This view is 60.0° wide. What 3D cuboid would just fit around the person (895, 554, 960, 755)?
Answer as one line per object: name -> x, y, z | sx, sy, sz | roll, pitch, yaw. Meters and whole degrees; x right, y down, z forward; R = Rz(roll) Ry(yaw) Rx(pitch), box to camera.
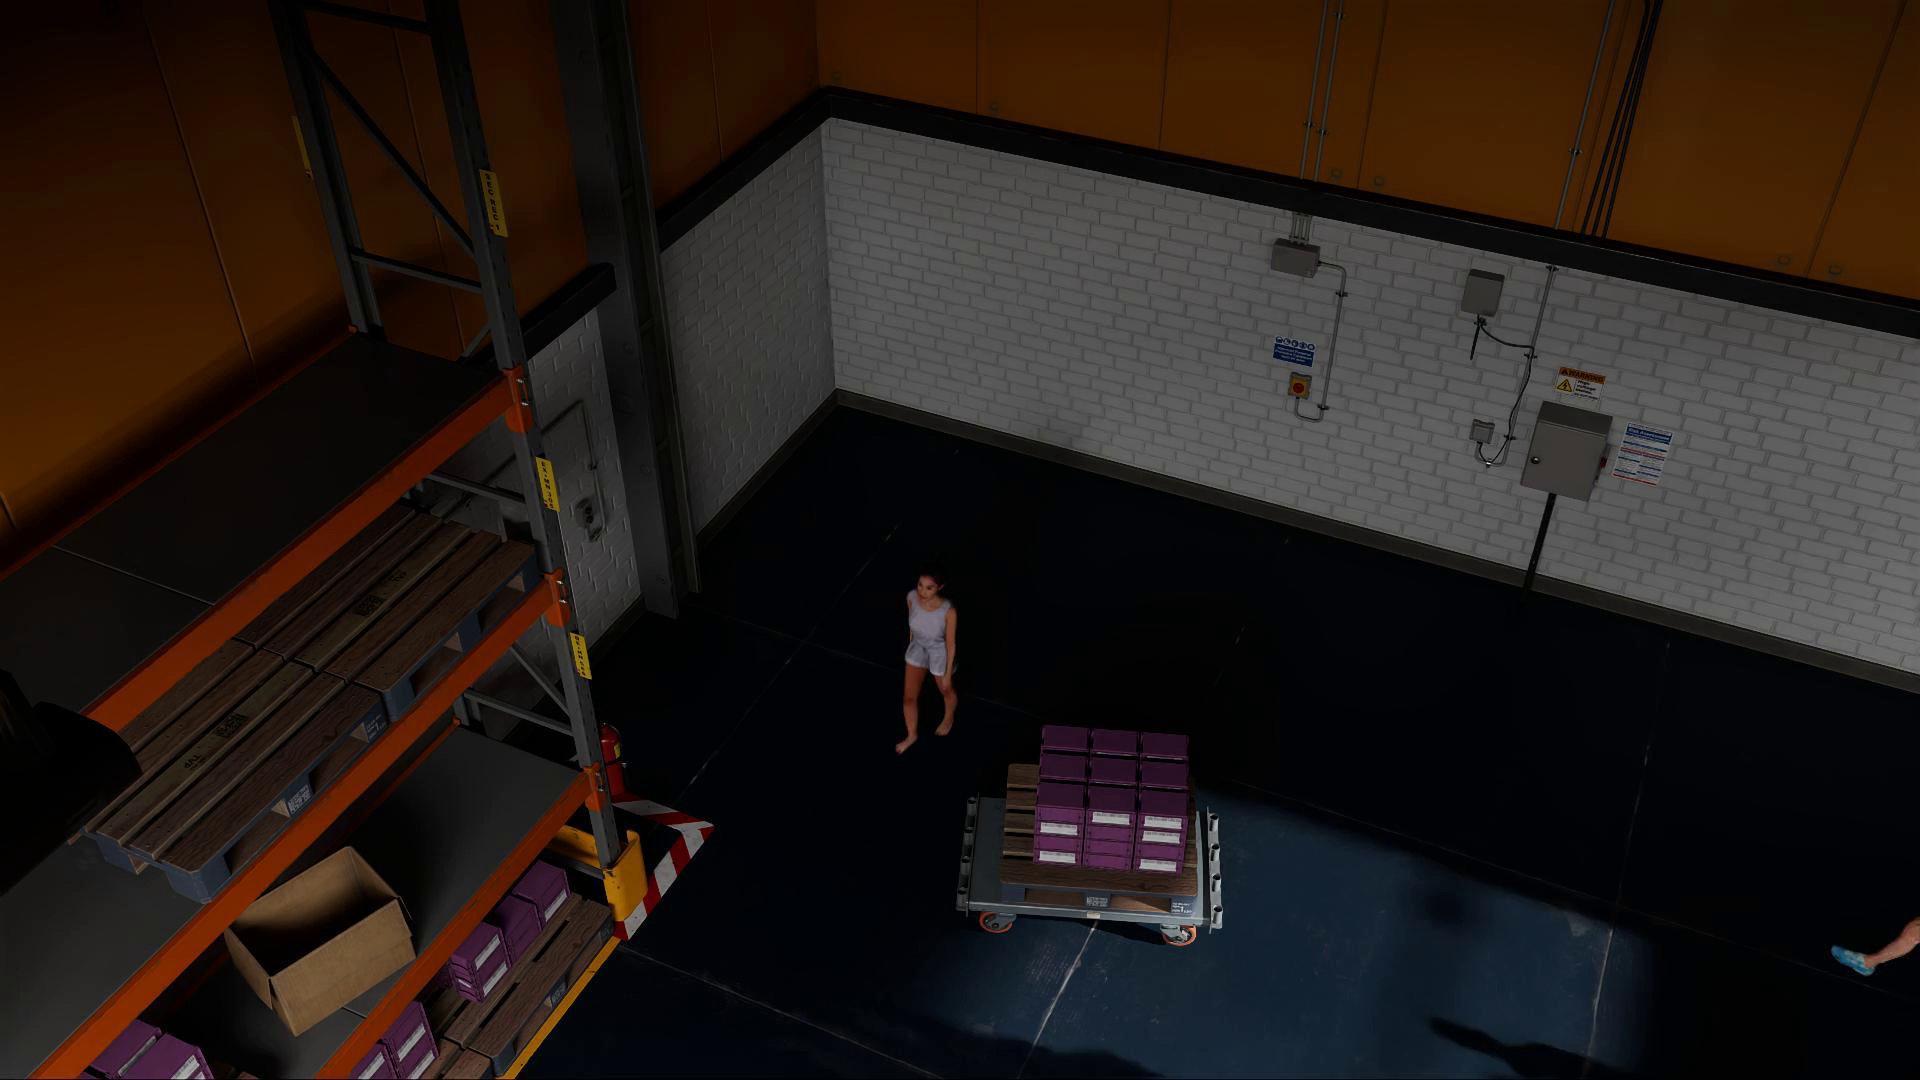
person -> -0.142, 0.739, 11.495 | 0.630, 1.587, 0.799 | 21, 43, 24
